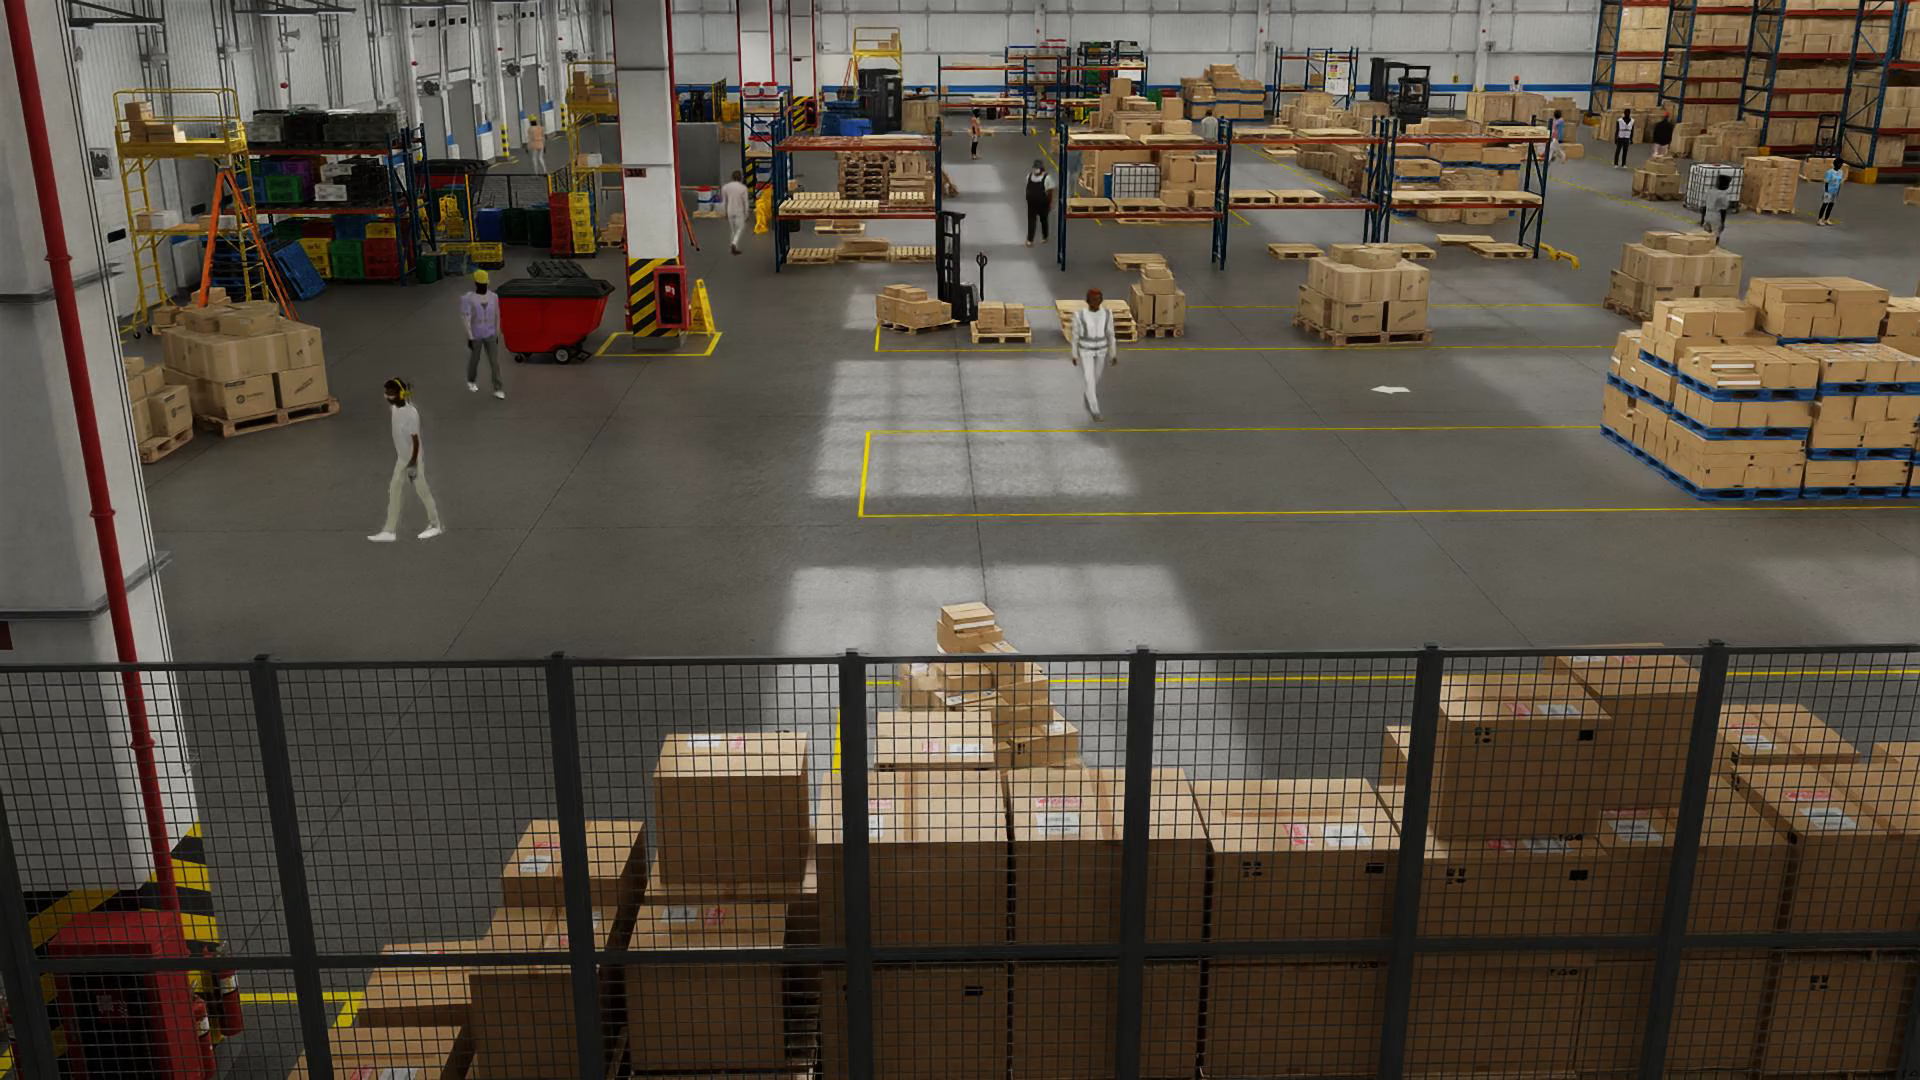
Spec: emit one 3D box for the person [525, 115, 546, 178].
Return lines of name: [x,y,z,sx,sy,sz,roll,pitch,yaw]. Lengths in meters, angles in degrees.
person: [-13.153,-12.185,51.512,0.452,1.912,0.598,15,24,38]

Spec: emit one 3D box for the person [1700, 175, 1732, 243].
person: [16.157,-6.849,35.636,0.387,1.943,0.687,-5,19,-14]

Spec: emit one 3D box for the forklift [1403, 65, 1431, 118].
forklift: [17.086,-16.383,62.474,1.129,2.768,1.873,8,20,22]

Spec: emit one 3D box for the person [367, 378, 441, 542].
person: [-6.065,-0.839,17.980,0.541,1.825,0.889,15,24,38]

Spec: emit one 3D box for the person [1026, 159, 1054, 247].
person: [1.830,-7.834,38.406,0.684,2.000,1.030,7,20,19]

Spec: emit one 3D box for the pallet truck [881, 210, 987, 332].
pallet truck: [-0.493,-4.759,29.349,1.885,1.965,0.823,-13,23,-34]

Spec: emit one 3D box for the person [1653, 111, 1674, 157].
person: [22.227,-12.590,52.673,0.615,1.952,1.012,14,23,36]

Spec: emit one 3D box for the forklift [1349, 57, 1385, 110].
forklift: [17.144,-18.481,68.698,1.873,2.768,1.129,-1,19,-1]

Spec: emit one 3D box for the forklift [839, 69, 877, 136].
forklift: [-3.352,-15.533,59.950,1.873,2.768,1.129,-10,21,-28]

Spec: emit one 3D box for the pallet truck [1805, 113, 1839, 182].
pallet truck: [26.403,-11.957,50.702,0.823,1.965,1.885,6,19,16]

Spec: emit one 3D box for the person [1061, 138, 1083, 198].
person: [2.975,-9.880,44.715,0.631,1.894,1.020,-1,19,-4]

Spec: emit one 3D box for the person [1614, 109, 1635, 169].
person: [21.584,-13.056,54.102,0.596,1.915,0.383,-1,19,-3]

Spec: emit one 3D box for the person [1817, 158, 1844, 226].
person: [21.715,-8.666,41.432,0.535,1.686,0.333,-7,20,-21]

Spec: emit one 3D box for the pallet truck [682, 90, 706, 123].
pallet truck: [-9.671,-15.907,62.421,0.823,1.965,1.885,5,19,15]

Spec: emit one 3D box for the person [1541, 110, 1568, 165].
person: [19.758,-13.311,55.004,0.844,1.818,0.629,1,19,3]

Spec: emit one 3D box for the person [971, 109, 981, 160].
person: [0.543,-13.898,56.922,0.322,1.697,0.530,6,20,18]

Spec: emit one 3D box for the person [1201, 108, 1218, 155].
person: [8.039,-12.971,53.821,0.636,1.942,0.389,-11,22,-31]

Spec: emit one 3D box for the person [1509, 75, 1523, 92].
person: [24.269,-19.321,72.672,0.559,1.914,0.541,5,19,15]

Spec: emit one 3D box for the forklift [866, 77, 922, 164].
forklift: [-2.259,-13.811,54.842,1.873,2.768,1.129,13,22,33]

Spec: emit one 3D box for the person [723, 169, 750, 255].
person: [-4.957,-7.231,36.815,0.660,1.911,0.682,7,20,19]

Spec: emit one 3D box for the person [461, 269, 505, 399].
person: [-7.057,-3.063,24.500,0.605,1.890,0.963,-14,23,-35]

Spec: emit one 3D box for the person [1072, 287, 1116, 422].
person: [1.854,-2.639,23.310,0.585,1.858,0.944,-5,19,-13]
